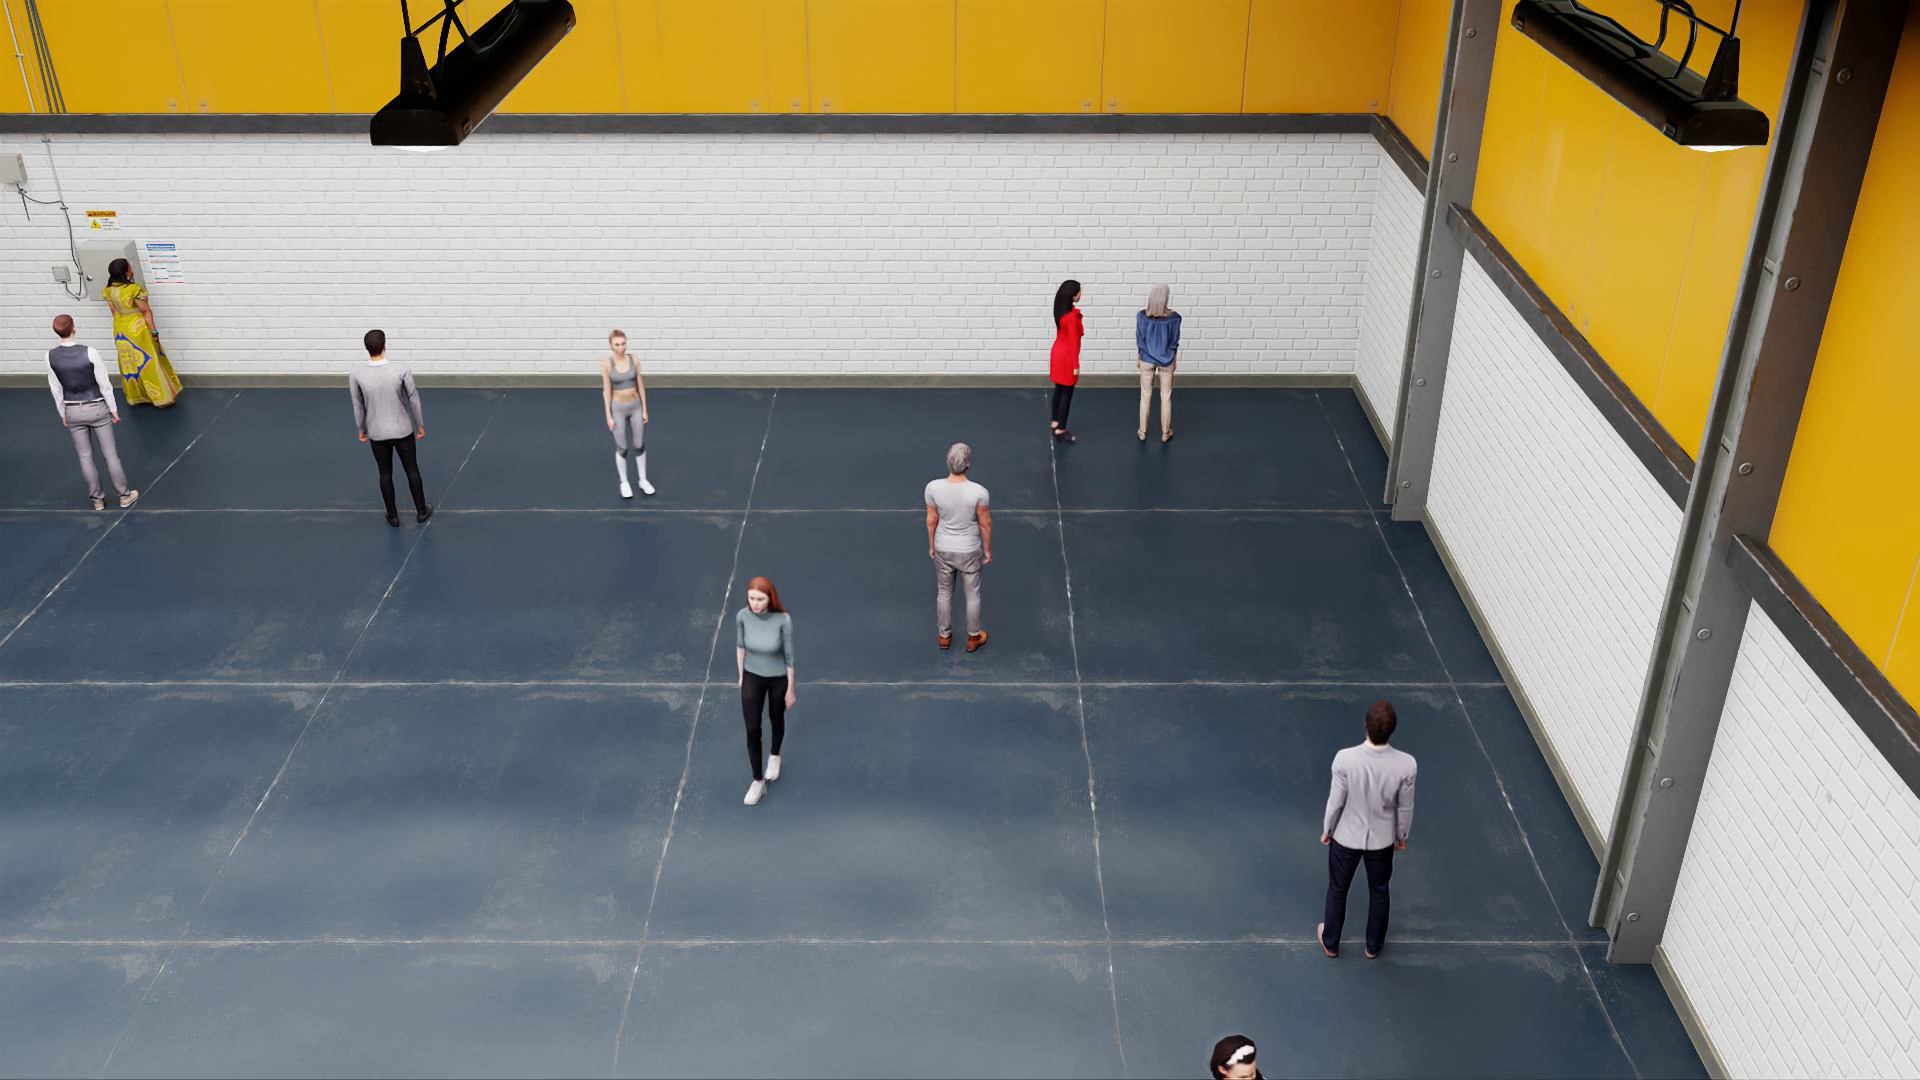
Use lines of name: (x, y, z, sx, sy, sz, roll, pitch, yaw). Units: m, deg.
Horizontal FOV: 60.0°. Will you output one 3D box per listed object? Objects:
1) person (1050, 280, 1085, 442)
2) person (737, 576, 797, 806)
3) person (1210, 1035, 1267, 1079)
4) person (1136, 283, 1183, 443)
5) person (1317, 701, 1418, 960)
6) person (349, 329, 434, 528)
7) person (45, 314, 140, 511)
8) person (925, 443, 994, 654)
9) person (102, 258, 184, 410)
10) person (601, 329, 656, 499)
person: (1.072, -1.835, 17.004, 0.753, 1.747, 0.641, -9, 30, -16)
person: (-1.351, 0.975, 11.878, 0.698, 1.724, 0.896, 5, 29, 8)
person: (1.250, 3.063, 7.956, 0.858, 1.815, 0.913, -22, 35, -34)
person: (2.019, -1.821, 17.033, 0.648, 1.696, 0.616, 5, 29, 9)
person: (2.489, 1.796, 10.240, 0.697, 1.851, 0.579, 2, 29, 4)
person: (-5.264, -1.032, 15.351, 0.806, 1.922, 0.715, -7, 29, -13)
person: (-8.228, -1.213, 15.665, 0.709, 1.938, 0.630, -6, 29, -11)
person: (-0.013, 0.069, 13.426, 0.736, 1.832, 0.636, 6, 29, 11)
person: (-8.819, -2.219, 17.800, 0.932, 1.660, 0.879, 7, 29, 13)
person: (-3.205, -1.230, 15.941, 0.646, 1.703, 0.672, -15, 32, -25)
